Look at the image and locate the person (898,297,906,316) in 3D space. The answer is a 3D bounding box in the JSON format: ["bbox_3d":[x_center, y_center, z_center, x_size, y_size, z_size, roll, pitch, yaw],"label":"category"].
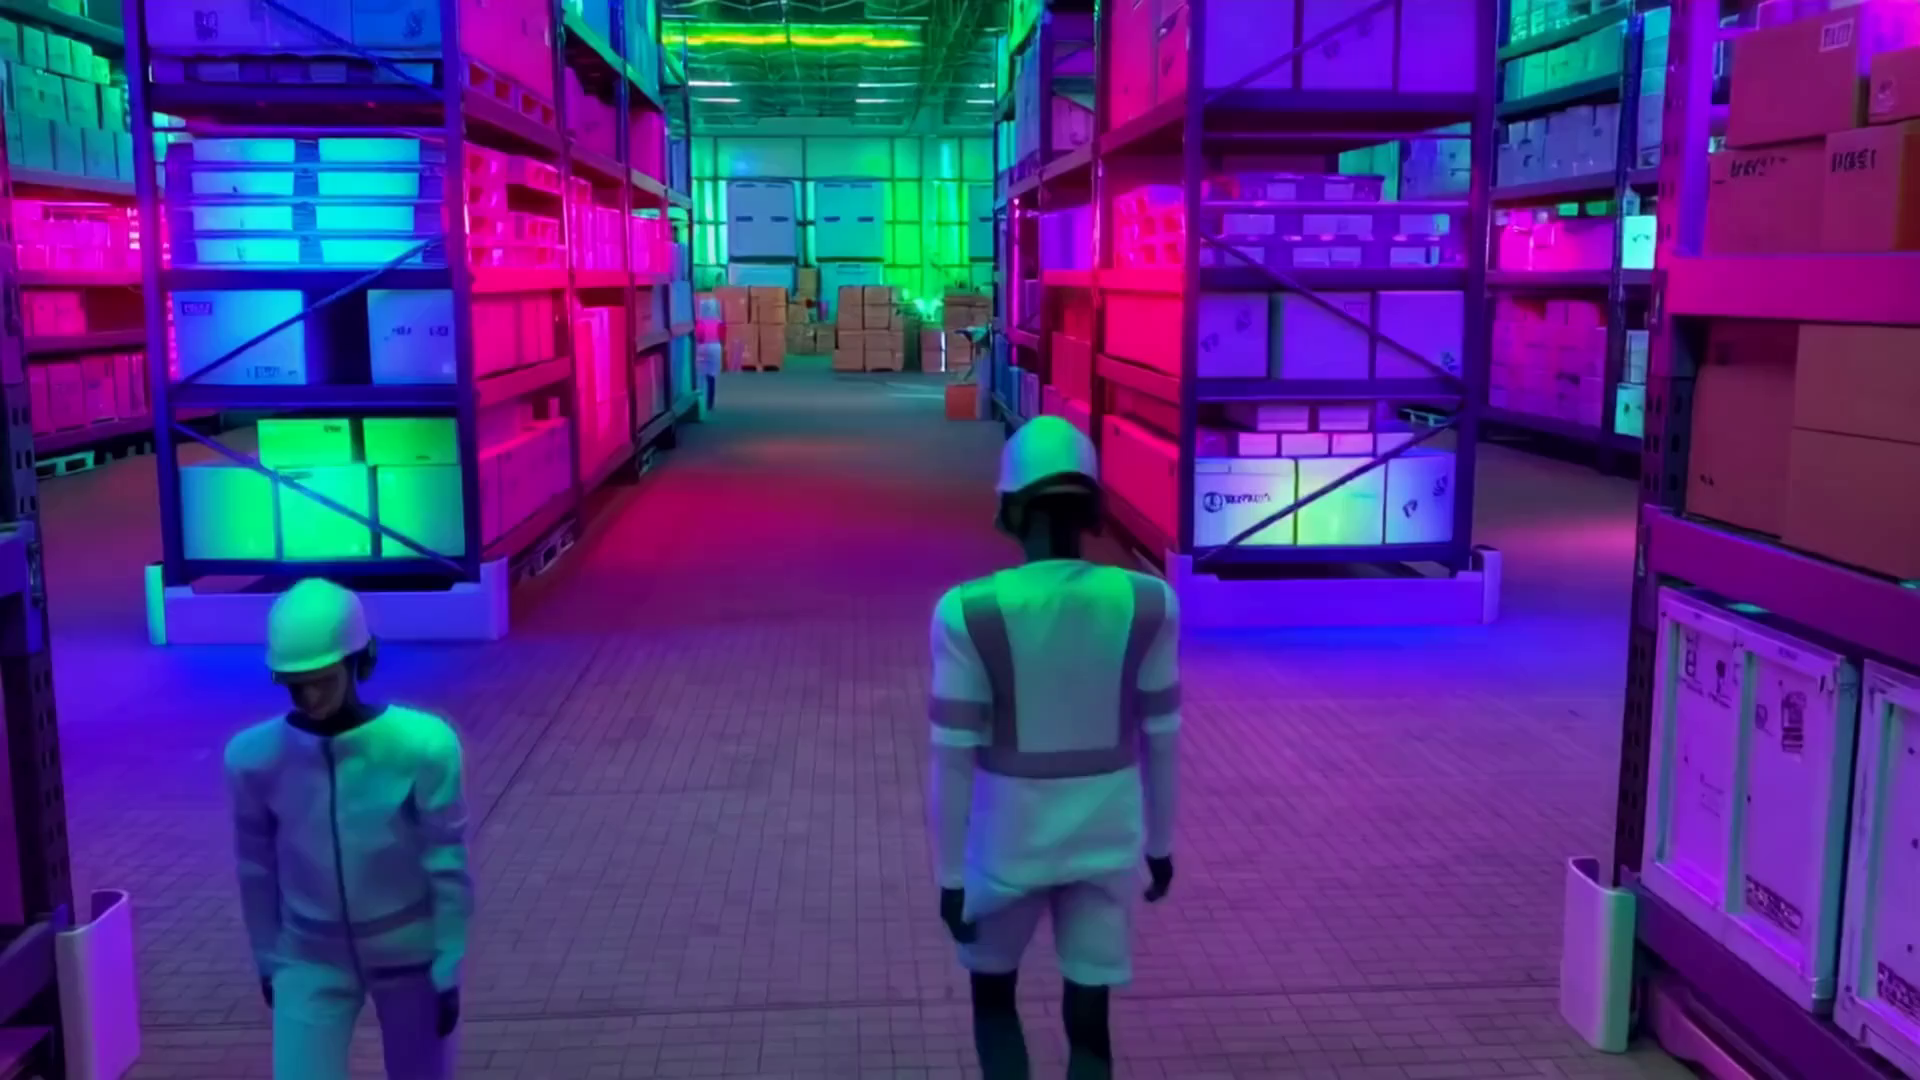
[{"bbox_3d":[-1.984,-7.622,57.672,0.769,1.605,0.517,-2,9,-15],"label":"person"}]

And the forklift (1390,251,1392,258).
[{"bbox_3d":[8.418,-4.243,32.472,1.129,2.768,1.873,-1,9,-4],"label":"forklift"}]

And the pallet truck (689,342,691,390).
[{"bbox_3d":[-5.225,-3.008,27.480,1.885,1.965,0.823,2,9,14],"label":"pallet truck"}]

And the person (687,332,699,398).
[{"bbox_3d":[-5.037,-3.233,29.225,1.000,1.885,0.658,-4,10,-24],"label":"person"}]

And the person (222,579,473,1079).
[{"bbox_3d":[-1.333,0.932,3.653,0.531,1.708,0.941,-1,9,-9],"label":"person"}]

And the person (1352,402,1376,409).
[{"bbox_3d":[5.608,-2.089,22.947,0.558,1.597,0.835,0,9,3],"label":"person"}]

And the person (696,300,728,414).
[{"bbox_3d":[-4.268,-3.109,28.302,0.649,1.935,0.480,-4,10,-24],"label":"person"}]

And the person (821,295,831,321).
[{"bbox_3d":[-4.334,-7.194,54.691,0.847,1.712,0.492,-4,10,-23],"label":"person"}]

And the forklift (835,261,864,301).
[{"bbox_3d":[-3.568,-7.636,53.777,1.129,2.768,1.873,-1,9,-5],"label":"forklift"}]

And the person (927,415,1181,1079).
[{"bbox_3d":[0.229,0.721,3.985,0.627,2.031,0.453,-1,9,-8],"label":"person"}]
